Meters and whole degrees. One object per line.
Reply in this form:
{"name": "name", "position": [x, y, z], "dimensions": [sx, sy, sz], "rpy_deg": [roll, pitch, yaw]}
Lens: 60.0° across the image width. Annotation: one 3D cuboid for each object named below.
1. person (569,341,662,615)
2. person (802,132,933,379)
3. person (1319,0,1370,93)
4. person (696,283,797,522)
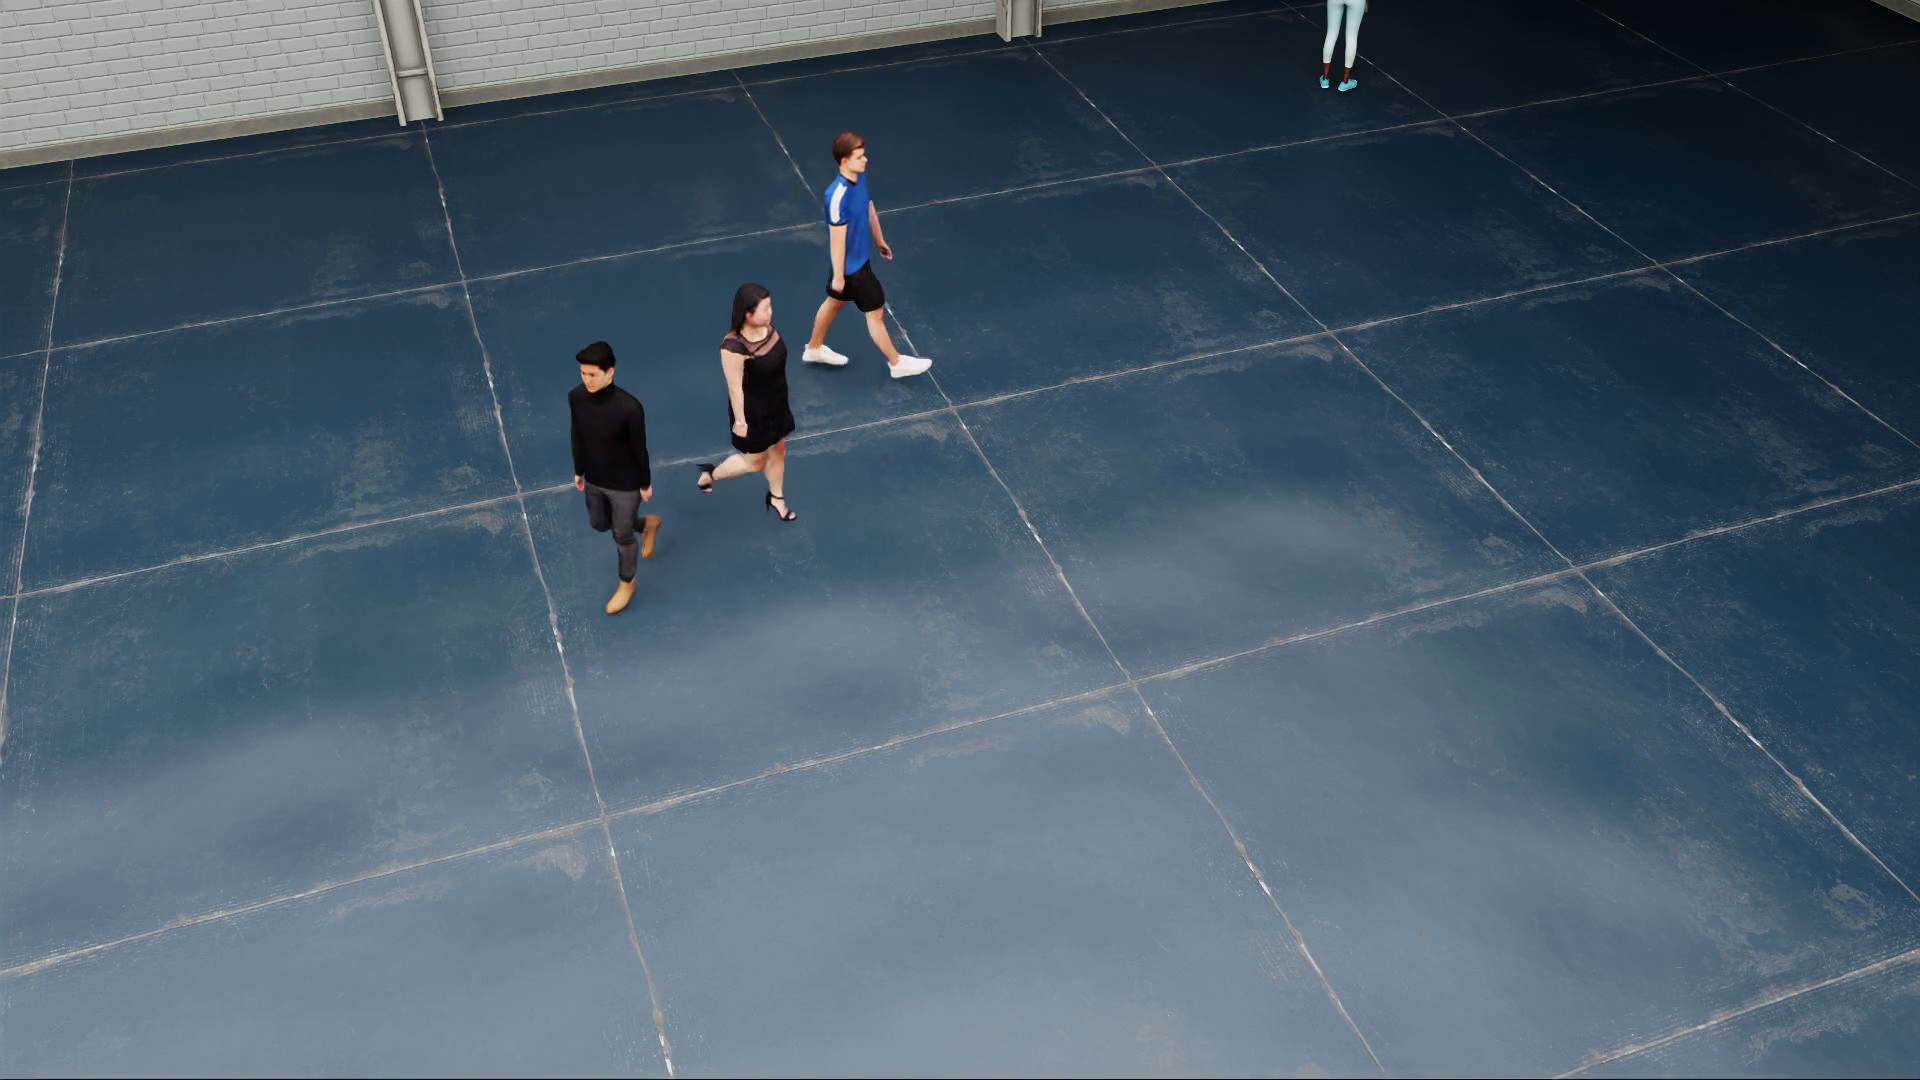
{"name": "person", "position": [-1.981, -0.424, 9.615], "dimensions": [0.947, 1.710, 1.027], "rpy_deg": [18, 42, 22]}
{"name": "person", "position": [-0.837, -1.944, 11.467], "dimensions": [1.301, 1.823, 1.054], "rpy_deg": [5, 38, 6]}
{"name": "person", "position": [3.622, -5.070, 15.542], "dimensions": [0.645, 1.725, 0.710], "rpy_deg": [14, 40, 18]}
{"name": "person", "position": [-1.310, -0.806, 10.113], "dimensions": [1.028, 1.699, 0.948], "rpy_deg": [12, 40, 15]}
